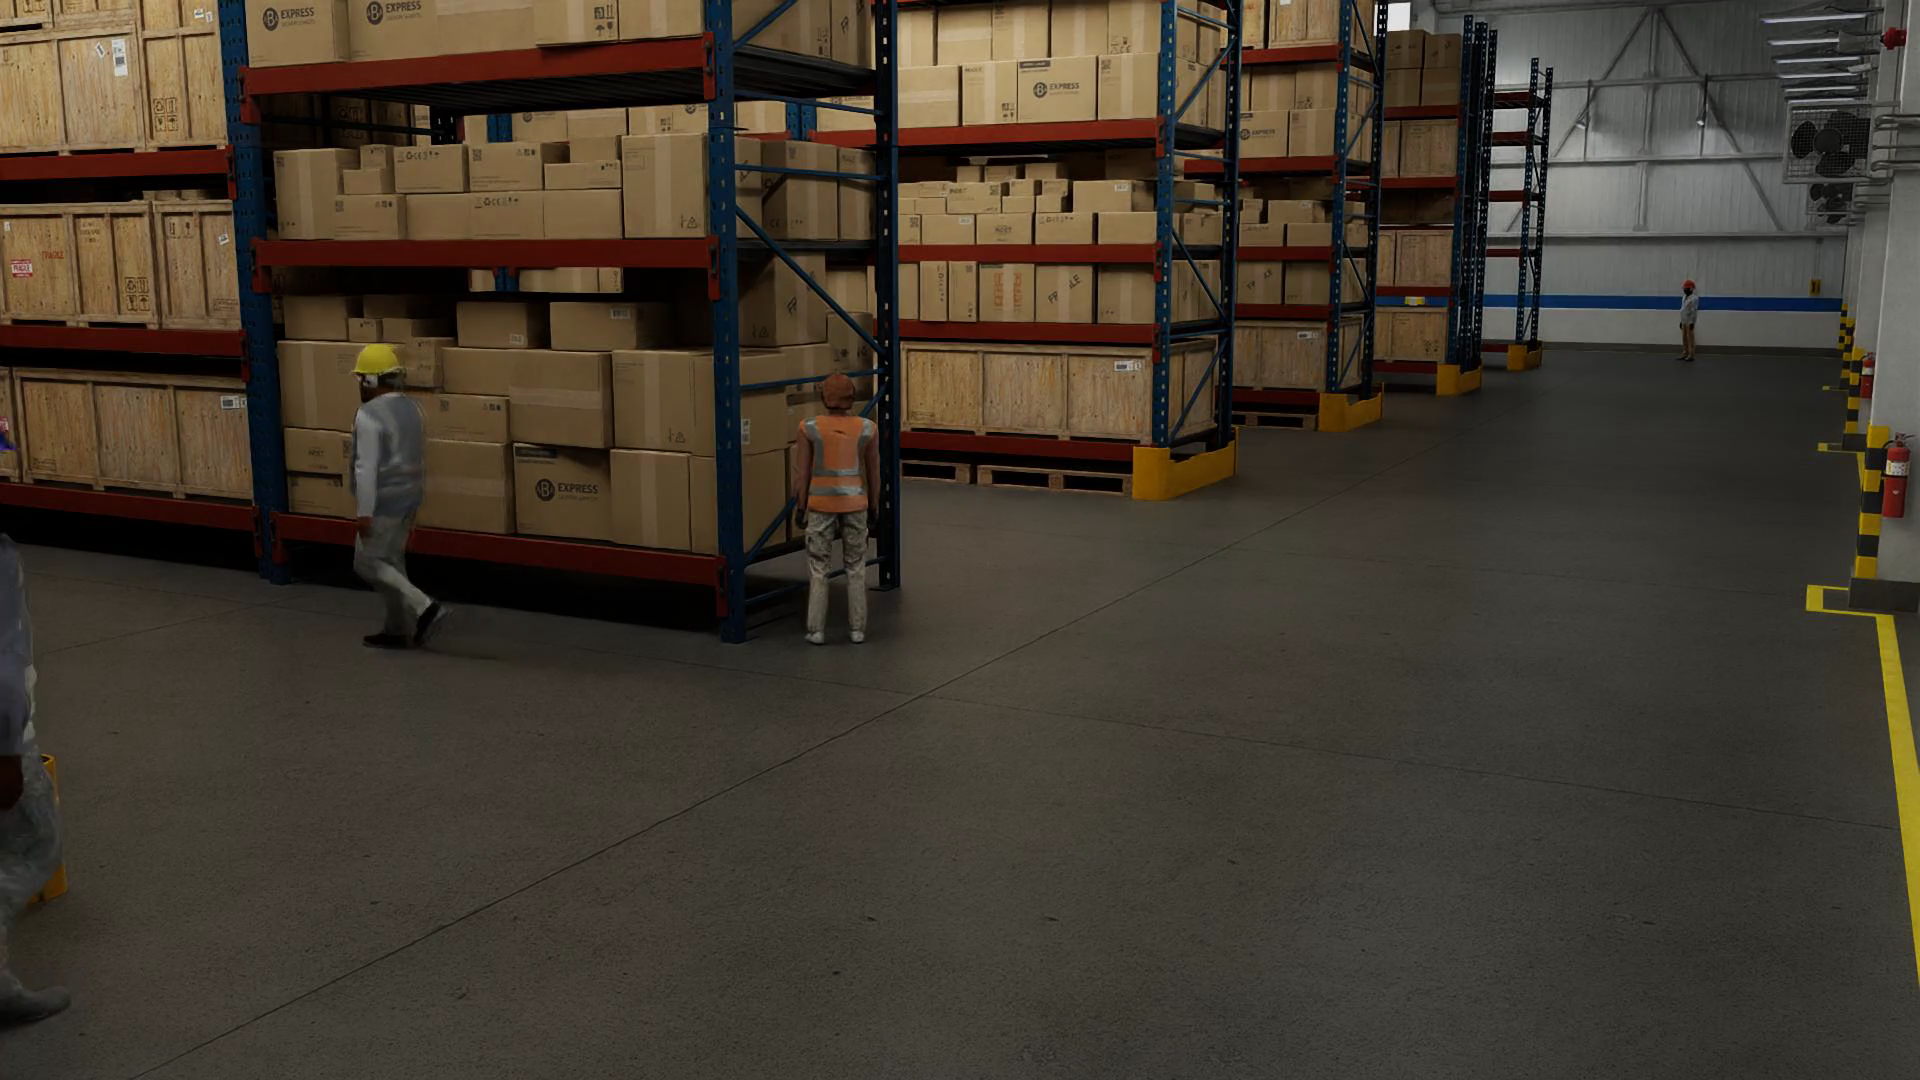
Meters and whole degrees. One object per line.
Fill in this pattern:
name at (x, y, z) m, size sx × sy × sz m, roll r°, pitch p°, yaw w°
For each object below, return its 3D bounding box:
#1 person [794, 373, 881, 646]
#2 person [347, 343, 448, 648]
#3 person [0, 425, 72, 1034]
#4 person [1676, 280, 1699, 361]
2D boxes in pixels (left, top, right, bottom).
person at (-0.723, -0.179, 9.899) m, size 0.524 × 1.632 × 0.317 m, roll -3°, pitch 10°, yaw -14°
person at (-3.283, -0.230, 9.659) m, size 0.519 × 1.812 × 0.608 m, roll 2°, pitch 10°, yaw 9°
person at (-2.891, 0.554, 4.771) m, size 0.612 × 1.935 × 0.549 m, roll 5°, pitch 11°, yaw 28°
person at (15.705, -4.732, 35.933) m, size 0.355 × 1.744 × 0.565 m, roll -1°, pitch 10°, yaw -3°
